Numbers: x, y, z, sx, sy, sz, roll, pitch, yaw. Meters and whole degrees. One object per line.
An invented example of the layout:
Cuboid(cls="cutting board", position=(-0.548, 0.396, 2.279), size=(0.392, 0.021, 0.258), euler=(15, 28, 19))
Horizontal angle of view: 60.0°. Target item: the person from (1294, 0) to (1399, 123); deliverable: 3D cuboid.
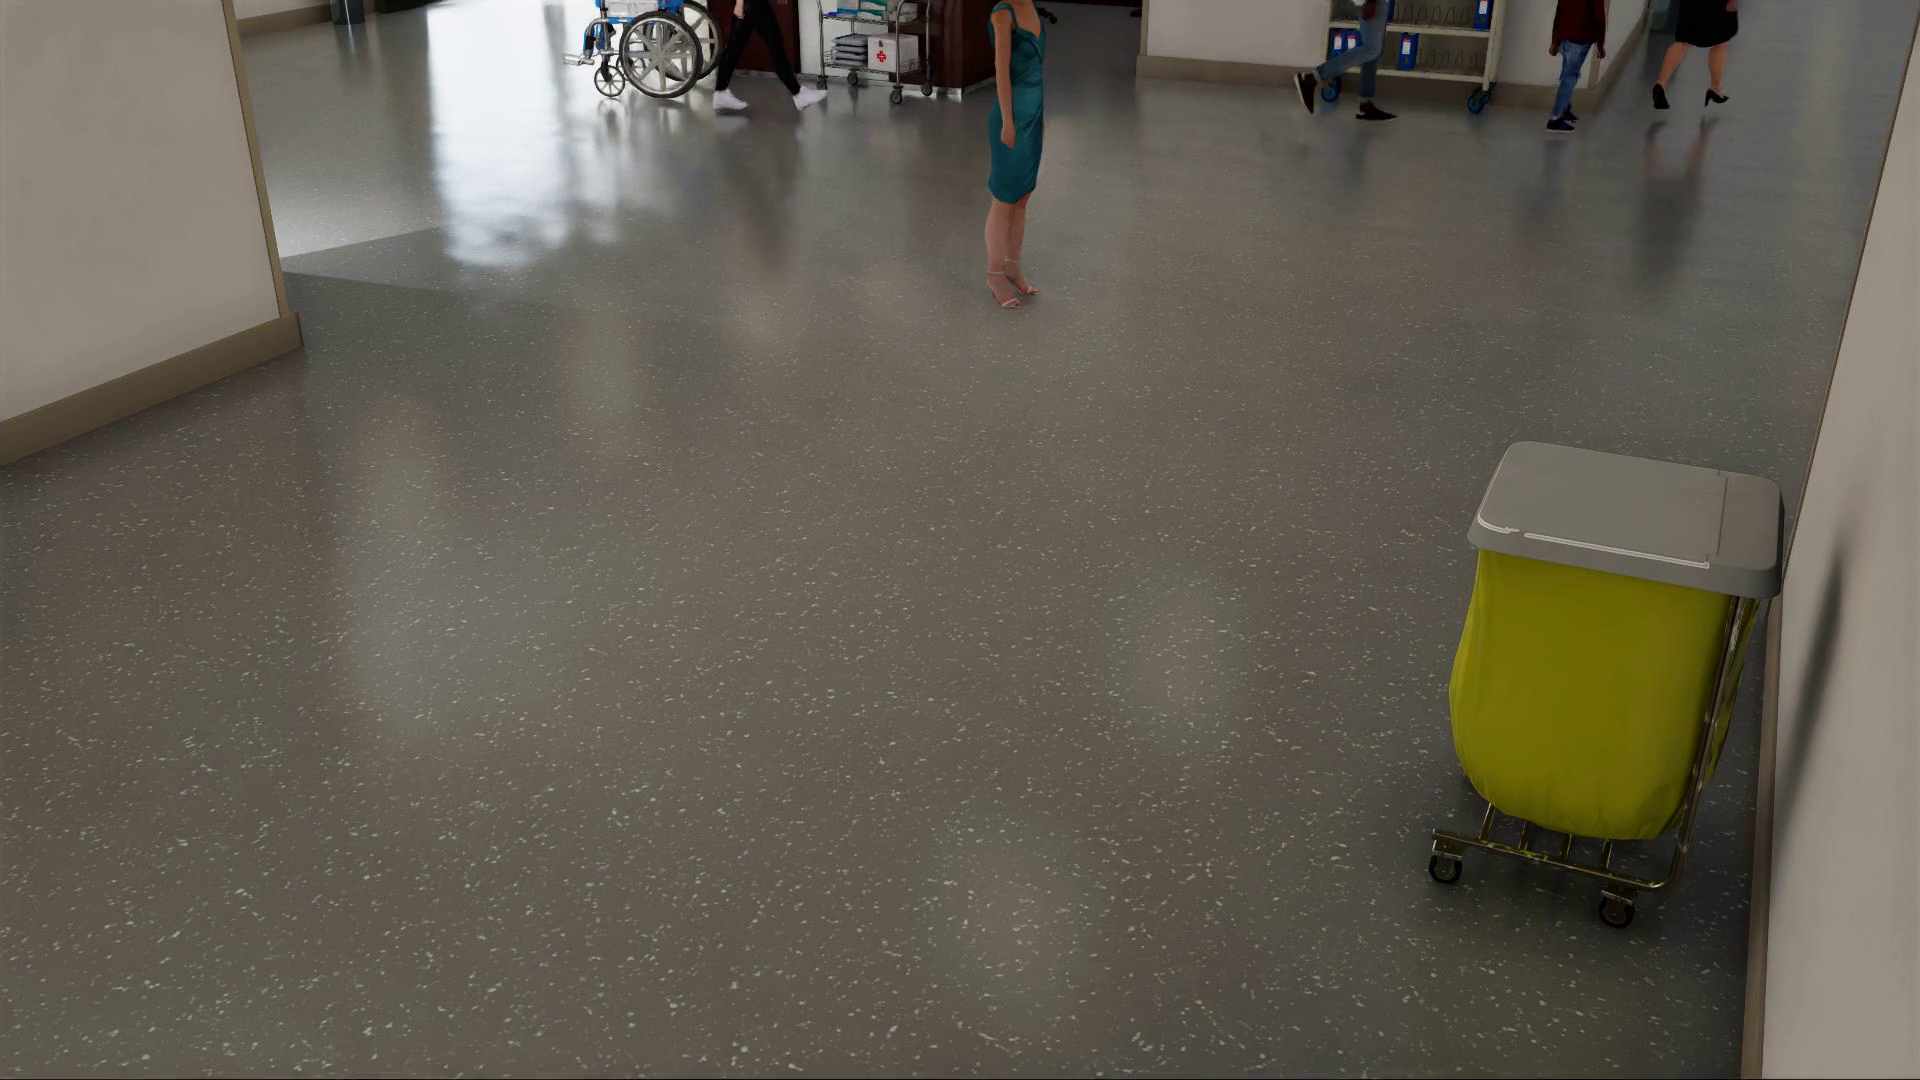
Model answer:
Cuboid(cls="person", position=(2.721, -3.768, 11.431), size=(1.096, 1.801, 0.888), euler=(2, 26, 4))

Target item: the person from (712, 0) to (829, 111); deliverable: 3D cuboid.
Cuboid(cls="person", position=(-1.554, -3.814, 11.768), size=(1.170, 1.591, 0.869), euler=(2, 26, 4))

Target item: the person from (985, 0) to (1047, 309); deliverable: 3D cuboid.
Cuboid(cls="person", position=(0.263, -1.945, 7.783), size=(0.471, 1.686, 0.538), euler=(11, 28, 22))

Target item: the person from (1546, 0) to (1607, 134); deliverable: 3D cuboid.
Cuboid(cls="person", position=(4.133, -3.401, 11.311), size=(0.712, 1.243, 0.653), euler=(-9, 27, -18))

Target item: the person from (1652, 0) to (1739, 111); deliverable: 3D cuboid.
Cuboid(cls="person", position=(5.243, -3.848, 11.785), size=(1.077, 1.638, 1.115), euler=(-16, 30, -30))
